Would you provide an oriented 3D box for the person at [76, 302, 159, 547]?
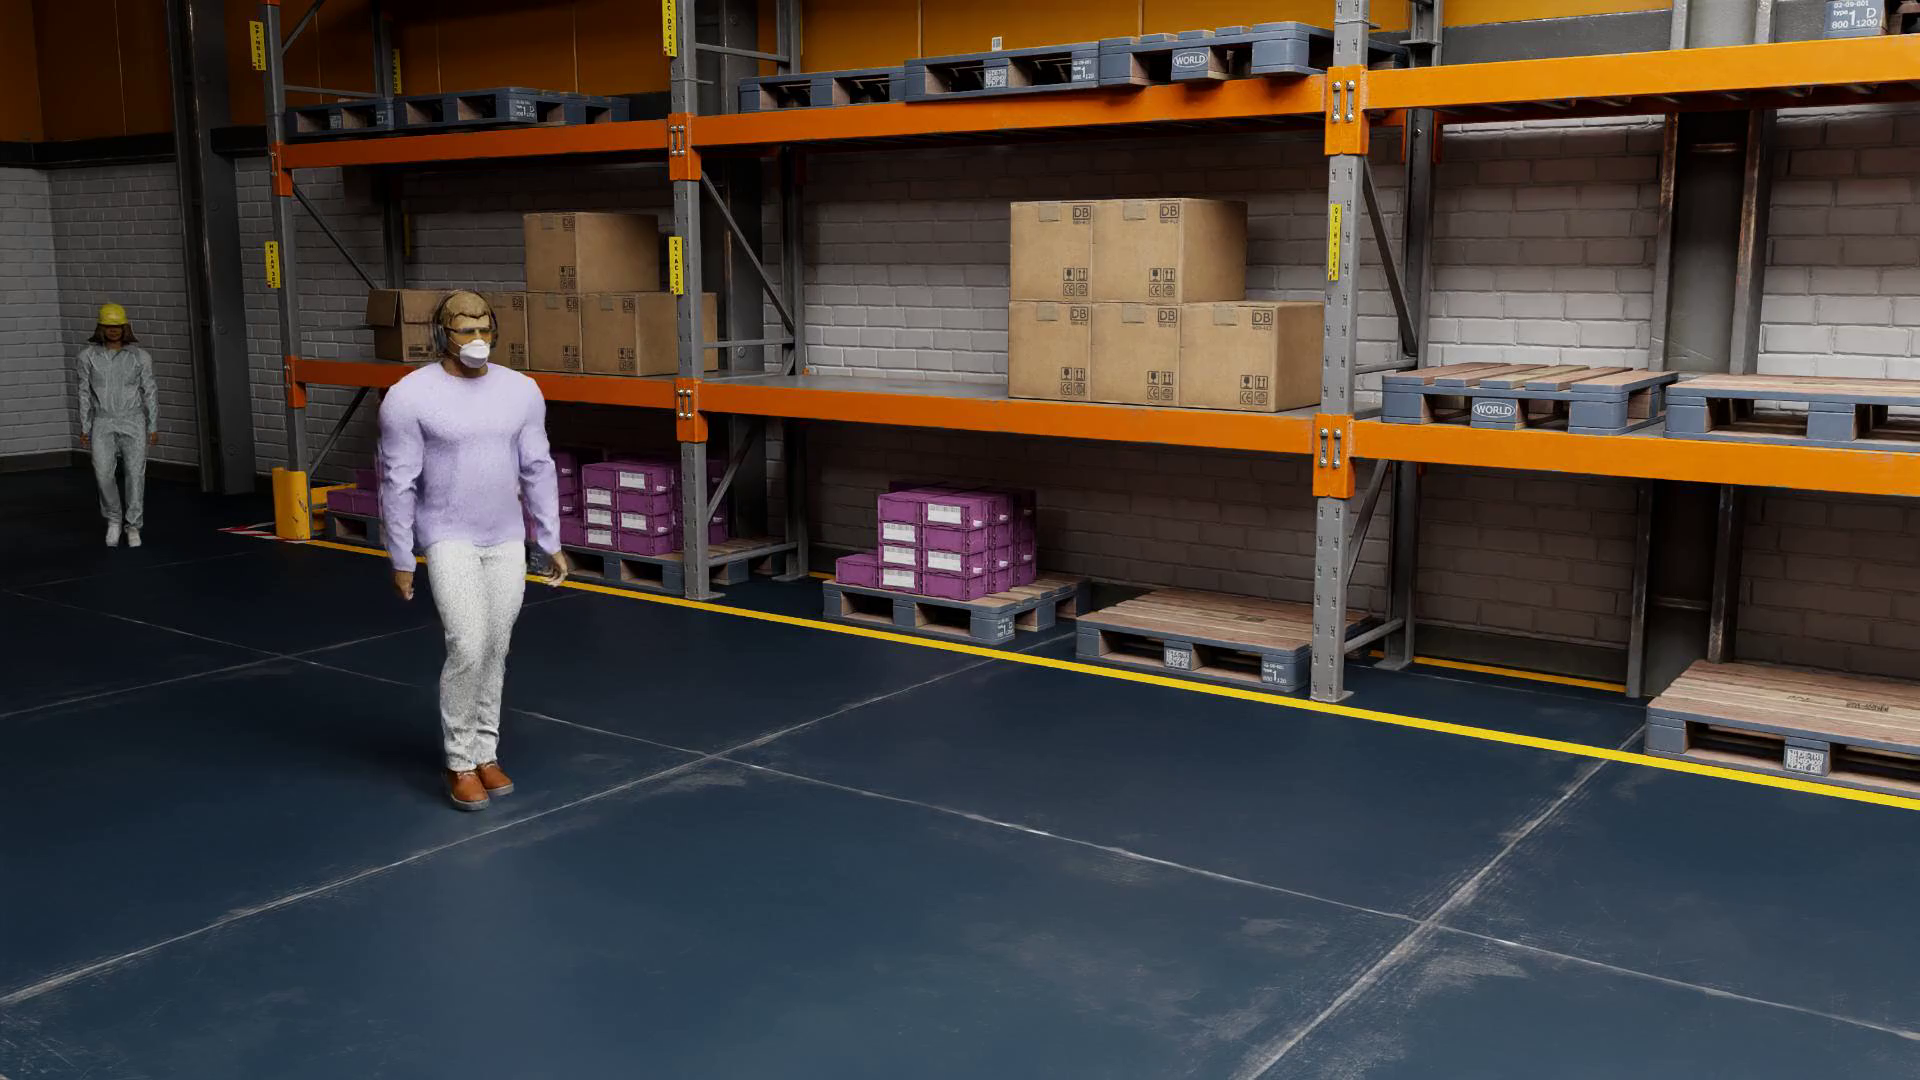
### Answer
[{"bbox_3d":[-5.911,-0.799,11.702,0.513,1.725,0.414,-5,11,-27],"label":"person"}]

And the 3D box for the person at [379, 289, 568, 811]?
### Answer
[{"bbox_3d":[-1.761,0.042,6.171,0.594,1.921,0.630,9,13,43],"label":"person"}]
